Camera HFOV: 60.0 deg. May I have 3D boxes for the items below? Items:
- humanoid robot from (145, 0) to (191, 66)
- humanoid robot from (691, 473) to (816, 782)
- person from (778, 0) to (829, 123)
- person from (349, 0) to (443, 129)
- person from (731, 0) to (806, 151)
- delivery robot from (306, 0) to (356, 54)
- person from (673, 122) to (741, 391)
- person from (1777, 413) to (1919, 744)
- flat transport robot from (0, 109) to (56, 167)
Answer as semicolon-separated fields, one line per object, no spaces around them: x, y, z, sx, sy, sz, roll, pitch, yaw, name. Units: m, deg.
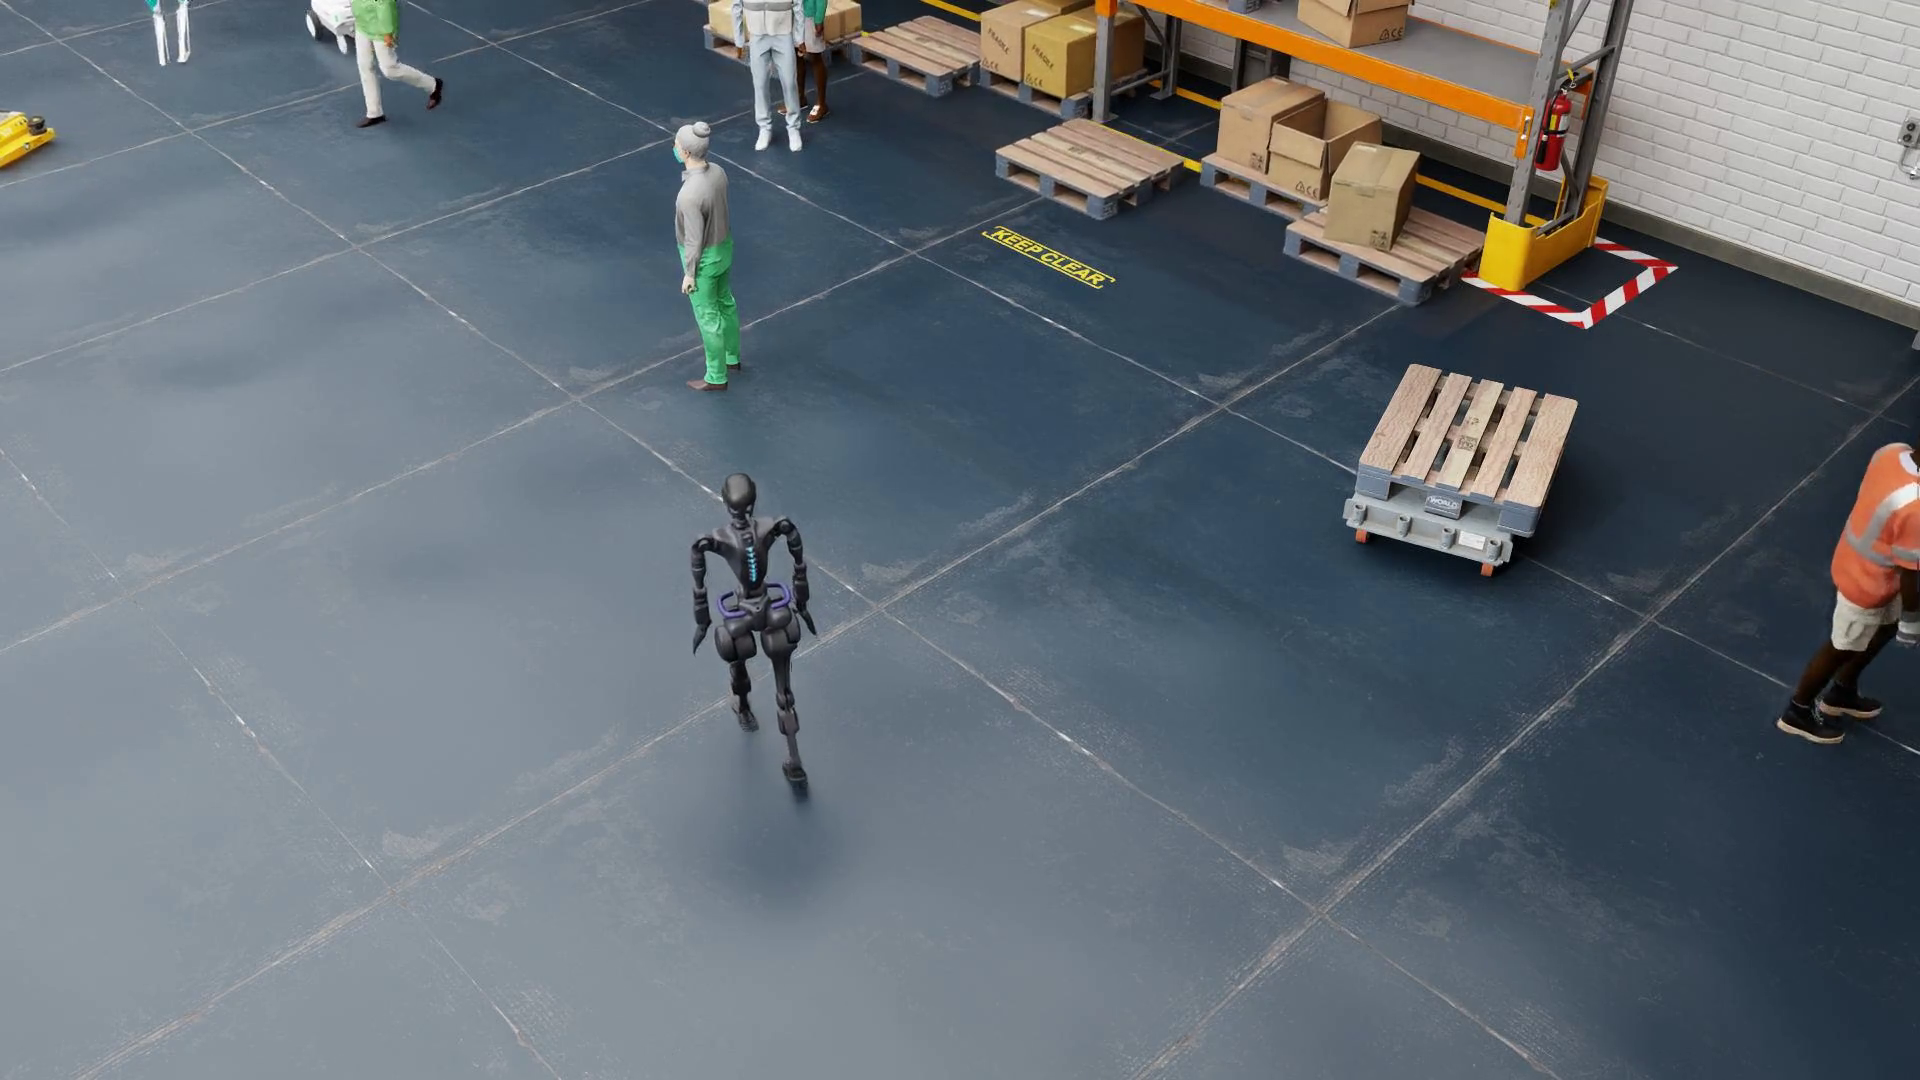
-7.367;-5.217;15.239;0.543;1.815;0.723;-3;37;-4;humanoid robot
-0.970;0.399;7.879;0.600;1.636;0.772;-12;39;-16;humanoid robot
-1.332;-4.510;14.193;0.507;1.847;0.376;25;44;29;person
-4.932;-4.402;14.131;0.760;1.751;0.558;-29;46;-33;person
-1.564;-4.150;13.671;0.598;1.909;0.400;-1;37;-1;person
-5.960;-5.047;15.992;0.499;0.613;0.796;-24;43;-29;delivery robot
-1.635;-1.815;10.635;0.337;1.839;0.516;10;38;13;person
4.420;0.204;7.870;0.555;1.952;0.654;12;39;16;person
-8.511;-3.449;14.100;1.431;0.231;0.659;10;38;13;flat transport robot
